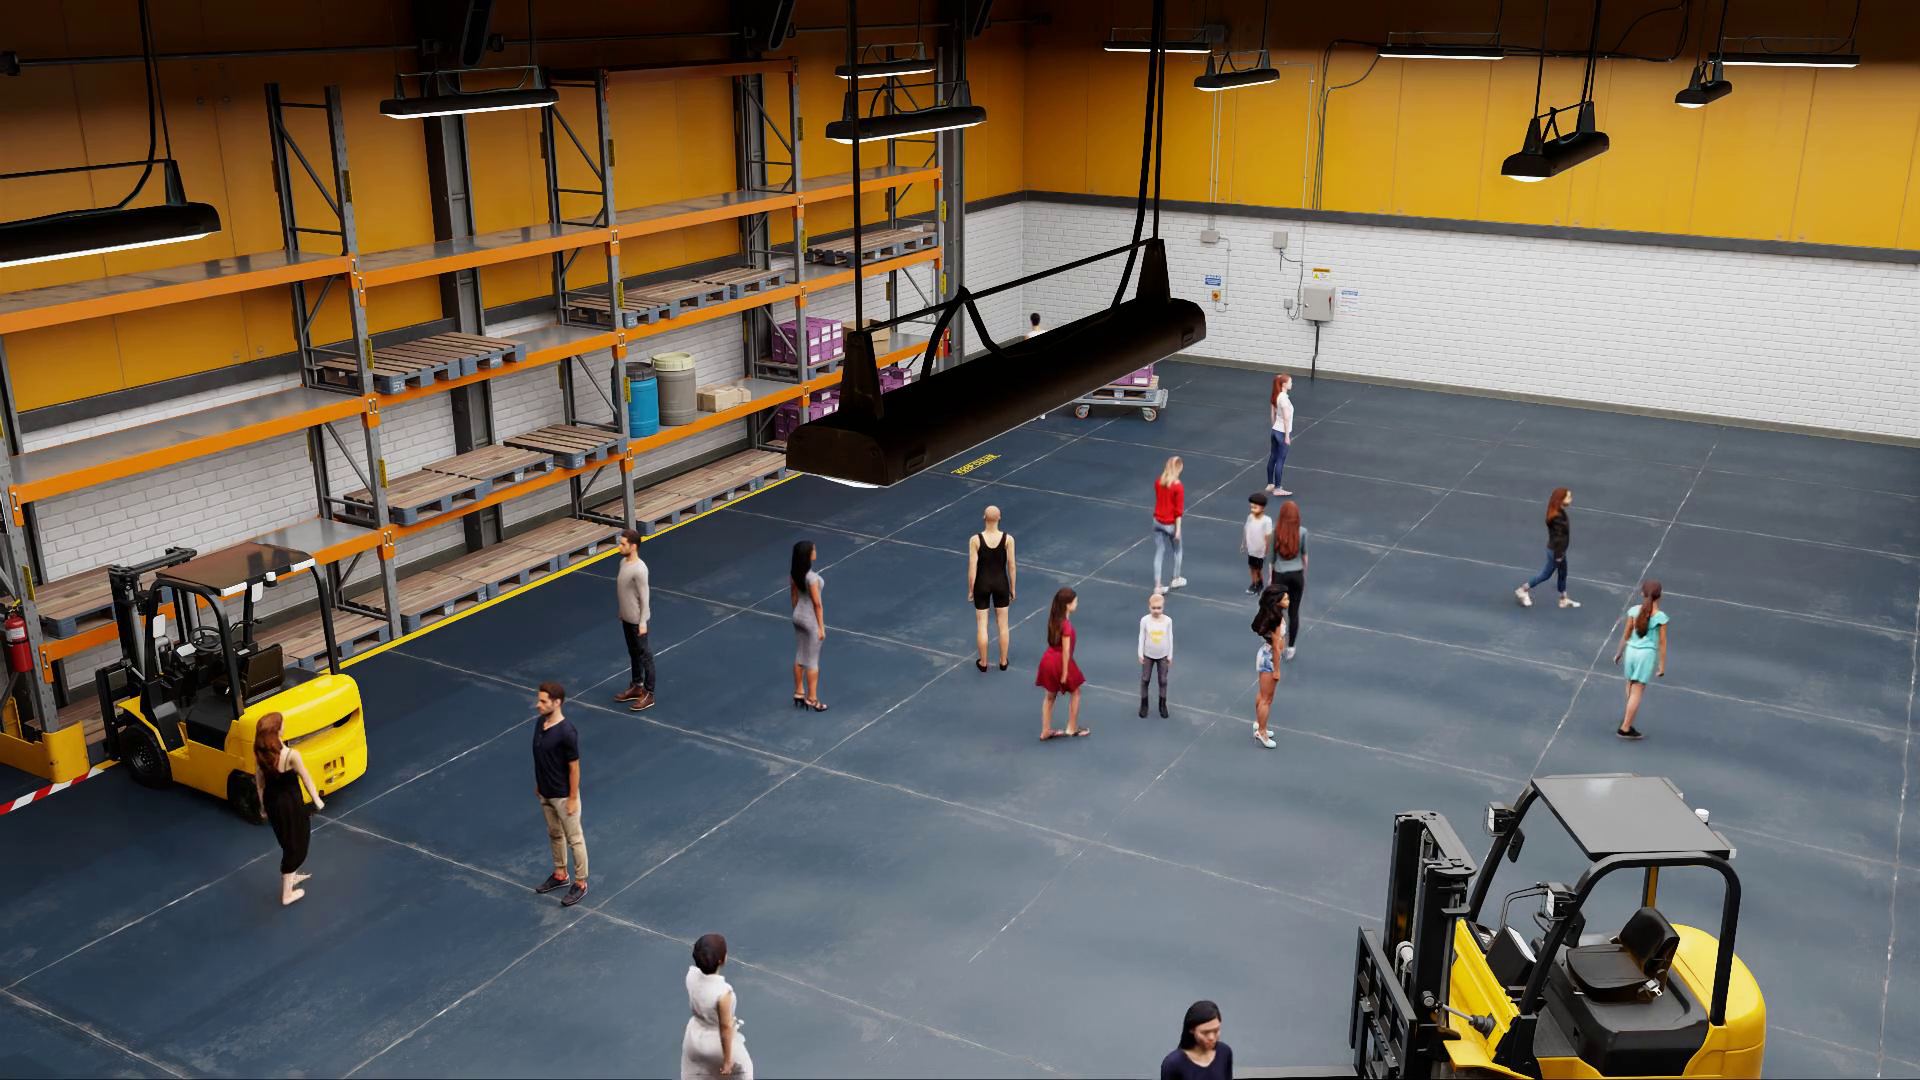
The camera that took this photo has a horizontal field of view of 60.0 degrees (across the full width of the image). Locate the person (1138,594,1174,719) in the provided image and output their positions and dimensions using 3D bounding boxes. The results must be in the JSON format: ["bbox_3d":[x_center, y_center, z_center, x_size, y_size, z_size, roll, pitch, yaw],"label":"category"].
[{"bbox_3d":[1.950,1.136,16.584,0.568,1.277,0.598,1,19,3],"label":"person"}]

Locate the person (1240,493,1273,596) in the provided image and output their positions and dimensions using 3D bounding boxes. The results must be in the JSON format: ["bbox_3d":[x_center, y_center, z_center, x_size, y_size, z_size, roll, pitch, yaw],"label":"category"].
[{"bbox_3d":[3.586,0.030,19.913,0.527,1.248,0.529,16,24,39],"label":"person"}]

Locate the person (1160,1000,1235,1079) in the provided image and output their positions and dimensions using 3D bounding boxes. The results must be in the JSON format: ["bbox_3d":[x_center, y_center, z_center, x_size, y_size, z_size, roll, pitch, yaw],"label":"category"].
[{"bbox_3d":[1.283,3.313,9.419,0.738,1.725,0.811,-8,20,-22],"label":"person"}]

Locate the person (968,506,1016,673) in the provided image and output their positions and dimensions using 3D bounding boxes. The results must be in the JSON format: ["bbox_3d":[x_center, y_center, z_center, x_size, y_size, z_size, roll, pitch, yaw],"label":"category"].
[{"bbox_3d":[0.331,0.512,17.595,0.711,1.815,0.719,-2,19,-6],"label":"person"}]

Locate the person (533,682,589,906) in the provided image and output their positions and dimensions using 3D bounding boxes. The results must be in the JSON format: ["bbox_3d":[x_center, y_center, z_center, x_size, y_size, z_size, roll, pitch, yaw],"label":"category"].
[{"bbox_3d":[-3.171,1.977,13.176,0.679,1.859,0.593,16,24,39],"label":"person"}]

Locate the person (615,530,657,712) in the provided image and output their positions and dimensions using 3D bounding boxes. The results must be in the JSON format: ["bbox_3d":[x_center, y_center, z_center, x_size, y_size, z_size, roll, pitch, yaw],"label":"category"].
[{"bbox_3d":[-3.257,0.779,16.718,0.699,1.868,0.724,-15,23,-37],"label":"person"}]

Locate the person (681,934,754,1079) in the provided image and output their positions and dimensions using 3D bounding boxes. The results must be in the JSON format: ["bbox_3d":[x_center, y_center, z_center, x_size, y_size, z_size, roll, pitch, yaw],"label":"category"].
[{"bbox_3d":[-1.580,3.155,10.215,0.559,1.516,0.988,12,22,31],"label":"person"}]

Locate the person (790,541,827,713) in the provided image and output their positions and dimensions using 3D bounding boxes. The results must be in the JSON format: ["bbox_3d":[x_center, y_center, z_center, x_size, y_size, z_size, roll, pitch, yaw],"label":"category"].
[{"bbox_3d":[-1.532,0.852,16.638,0.641,1.781,0.655,-15,24,-37],"label":"person"}]

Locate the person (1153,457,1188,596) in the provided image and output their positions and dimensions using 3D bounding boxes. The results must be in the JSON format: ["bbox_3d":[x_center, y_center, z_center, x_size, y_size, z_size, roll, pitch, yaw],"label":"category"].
[{"bbox_3d":[2.406,-0.140,19.753,0.705,1.674,0.869,16,24,39],"label":"person"}]

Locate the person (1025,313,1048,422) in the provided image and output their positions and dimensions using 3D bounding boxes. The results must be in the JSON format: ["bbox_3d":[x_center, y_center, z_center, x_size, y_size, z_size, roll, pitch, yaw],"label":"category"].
[{"bbox_3d":[1.273,-2.890,27.749,0.687,1.782,0.792,-10,21,-27],"label":"person"}]

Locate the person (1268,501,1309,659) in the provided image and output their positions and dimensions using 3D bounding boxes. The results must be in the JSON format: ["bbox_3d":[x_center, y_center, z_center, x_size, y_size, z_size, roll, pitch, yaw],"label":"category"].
[{"bbox_3d":[3.552,0.425,17.963,0.728,1.745,0.800,1,19,3],"label":"person"}]

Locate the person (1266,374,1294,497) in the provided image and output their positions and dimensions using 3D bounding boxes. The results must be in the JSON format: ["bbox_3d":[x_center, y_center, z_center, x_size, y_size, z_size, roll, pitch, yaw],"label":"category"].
[{"bbox_3d":[4.555,-1.510,23.716,0.706,1.740,0.649,-5,19,-15],"label":"person"}]

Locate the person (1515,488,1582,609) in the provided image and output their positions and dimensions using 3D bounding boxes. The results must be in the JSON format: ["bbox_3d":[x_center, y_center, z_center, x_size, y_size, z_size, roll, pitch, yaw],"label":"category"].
[{"bbox_3d":[6.871,0.101,19.374,0.738,1.458,0.940,7,20,20],"label":"person"}]

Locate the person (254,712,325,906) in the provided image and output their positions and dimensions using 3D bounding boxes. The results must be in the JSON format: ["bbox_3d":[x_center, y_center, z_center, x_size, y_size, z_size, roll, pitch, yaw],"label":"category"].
[{"bbox_3d":[-5.365,2.145,13.074,0.622,1.606,0.695,7,20,20],"label":"person"}]

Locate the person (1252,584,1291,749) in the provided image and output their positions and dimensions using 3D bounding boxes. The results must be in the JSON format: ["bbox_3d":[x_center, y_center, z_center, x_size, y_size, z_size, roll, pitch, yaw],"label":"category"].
[{"bbox_3d":[2.965,1.184,15.900,0.714,1.623,0.616,2,19,6],"label":"person"}]

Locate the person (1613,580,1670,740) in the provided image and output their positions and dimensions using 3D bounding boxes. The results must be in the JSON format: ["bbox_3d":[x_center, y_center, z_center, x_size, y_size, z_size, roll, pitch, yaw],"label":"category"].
[{"bbox_3d":[6.561,1.171,16.109,1.091,1.515,0.795,-15,24,-37],"label":"person"}]

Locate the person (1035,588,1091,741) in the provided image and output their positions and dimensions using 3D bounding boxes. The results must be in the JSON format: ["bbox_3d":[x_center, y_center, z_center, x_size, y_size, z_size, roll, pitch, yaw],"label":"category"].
[{"bbox_3d":[0.887,1.210,15.962,0.818,1.533,0.719,-10,21,-27],"label":"person"}]
